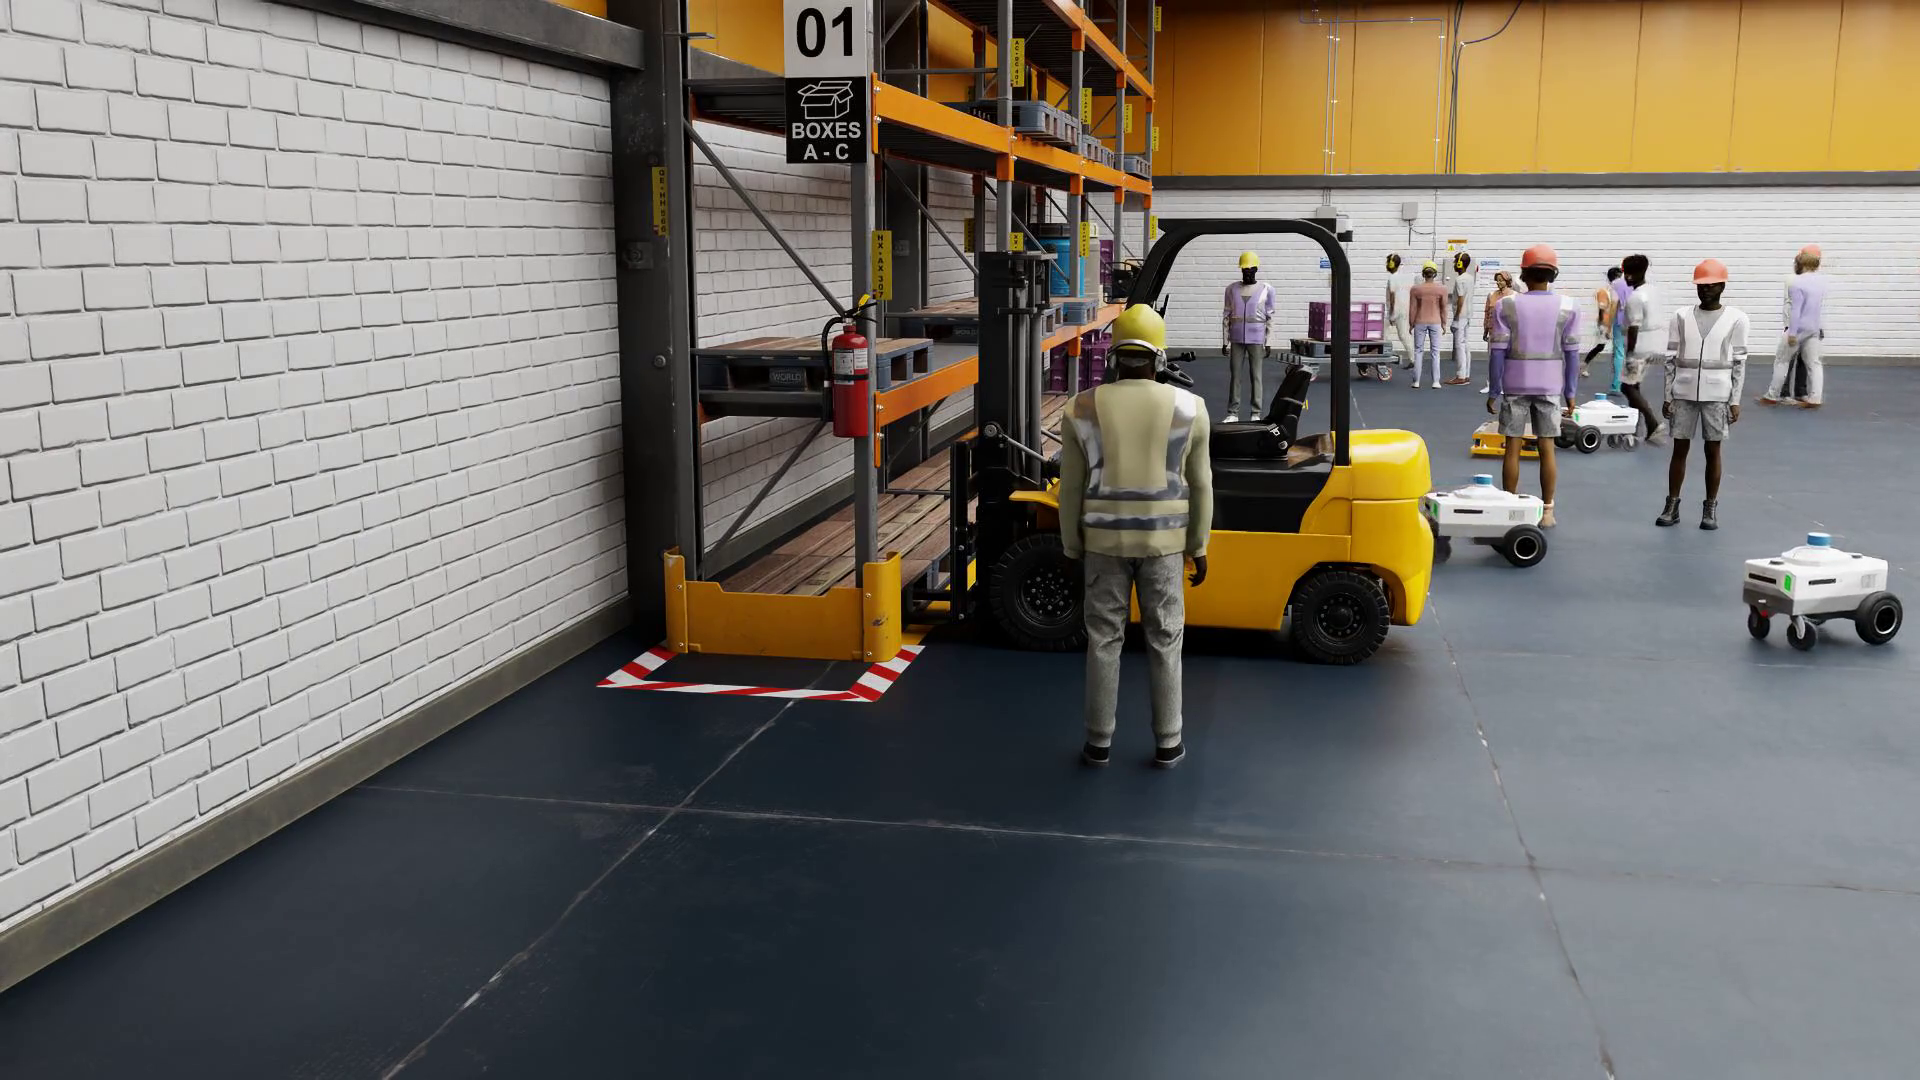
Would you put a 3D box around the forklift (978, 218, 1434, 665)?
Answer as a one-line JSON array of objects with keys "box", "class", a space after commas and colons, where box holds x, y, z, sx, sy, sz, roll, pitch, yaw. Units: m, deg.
[{"box": [1.285, -0.567, 8.635, 2.313, 2.155, 1.214, 2, 11, 11], "class": "forklift"}]

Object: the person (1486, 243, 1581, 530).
[{"box": [4.092, -1.089, 11.909, 0.616, 2.041, 0.380, 2, 11, 13], "class": "person"}]

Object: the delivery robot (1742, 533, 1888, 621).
[{"box": [4.437, 0.206, 8.637, 0.707, 0.478, 0.477, -3, 11, -19], "class": "delivery robot"}]

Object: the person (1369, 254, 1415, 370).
[{"box": [6.842, -3.598, 26.292, 1.000, 1.816, 0.552, 8, 13, 39], "class": "person"}]

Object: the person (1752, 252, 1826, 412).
[{"box": [10.112, -2.526, 20.160, 0.657, 1.898, 0.915, -6, 12, -30], "class": "person"}]

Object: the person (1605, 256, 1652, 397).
[{"box": [8.759, -2.792, 21.796, 0.572, 1.840, 0.373, -1, 10, -6], "class": "person"}]

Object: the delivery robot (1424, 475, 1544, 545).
[{"box": [3.367, -0.179, 10.732, 0.707, 0.478, 0.477, 1, 11, 5], "class": "delivery robot"}]

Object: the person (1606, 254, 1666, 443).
[{"box": [6.948, -1.943, 16.922, 0.638, 1.937, 0.720, -10, 14, -43], "class": "person"}]

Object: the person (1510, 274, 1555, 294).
[{"box": [8.014, -3.082, 23.396, 0.633, 1.839, 0.429, 4, 11, 19], "class": "person"}]

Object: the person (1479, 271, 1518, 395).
[{"box": [7.207, -2.754, 22.145, 0.310, 1.638, 0.523, -9, 14, -40], "class": "person"}]

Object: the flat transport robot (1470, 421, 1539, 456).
[{"box": [5.409, -0.995, 16.256, 0.652, 0.197, 1.431, 4, 11, 23], "class": "flat transport robot"}]

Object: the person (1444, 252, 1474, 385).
[{"box": [7.092, -3.131, 23.578, 0.333, 1.872, 0.515, 7, 13, 35], "class": "person"}]

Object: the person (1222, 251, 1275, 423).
[{"box": [3.194, -2.233, 18.496, 0.586, 1.928, 0.365, 4, 11, 23], "class": "person"}]

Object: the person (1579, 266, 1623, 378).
[{"box": [9.432, -3.151, 24.227, 0.533, 1.671, 0.773, -4, 11, -22], "class": "person"}]

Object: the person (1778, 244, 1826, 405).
[{"box": [10.518, -2.675, 20.731, 0.611, 1.996, 0.379, -4, 11, -19], "class": "person"}]

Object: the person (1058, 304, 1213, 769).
[{"box": [0.686, -0.002, 6.528, 0.600, 1.831, 0.404, 1, 10, 5], "class": "person"}]

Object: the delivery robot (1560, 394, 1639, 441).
[{"box": [6.262, -1.191, 16.295, 0.707, 0.478, 0.477, -2, 10, -12], "class": "delivery robot"}]

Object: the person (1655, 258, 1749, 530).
[{"box": [5.324, -1.042, 11.940, 0.542, 1.938, 0.358, 7, 12, 33], "class": "person"}]

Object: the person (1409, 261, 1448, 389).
[{"box": [6.464, -2.967, 22.985, 0.522, 1.761, 0.320, 3, 11, 16], "class": "person"}]
